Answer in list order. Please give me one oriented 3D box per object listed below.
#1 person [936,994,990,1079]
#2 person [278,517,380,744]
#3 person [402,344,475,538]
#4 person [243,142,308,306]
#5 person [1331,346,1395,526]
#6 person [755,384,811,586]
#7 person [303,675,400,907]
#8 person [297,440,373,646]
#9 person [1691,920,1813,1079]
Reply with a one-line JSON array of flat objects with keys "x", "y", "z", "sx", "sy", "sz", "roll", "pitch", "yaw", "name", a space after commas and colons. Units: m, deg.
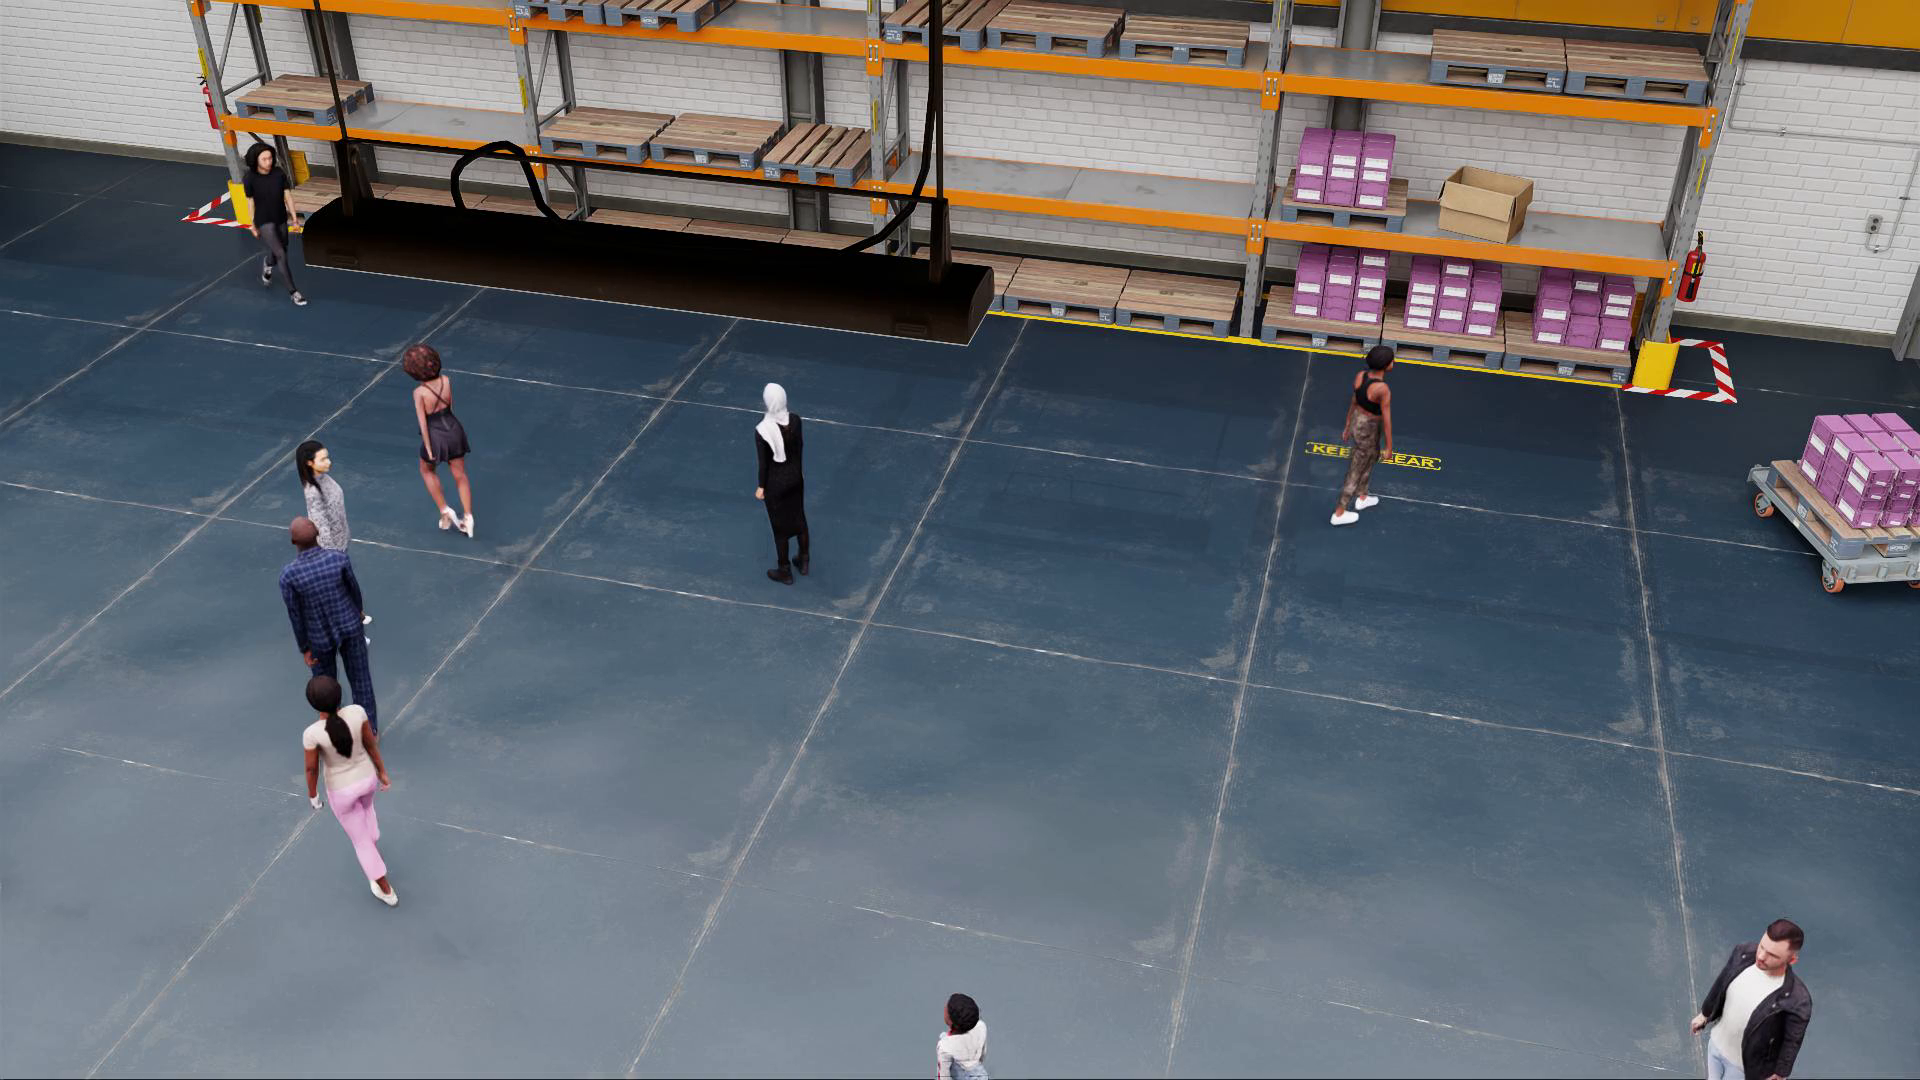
[{"x": 0.034, "y": 2.901, "z": 8.754, "sx": 0.738, "sy": 1.242, "sz": 0.818, "roll": -22, "pitch": 39, "yaw": -29, "name": "person"}, {"x": -4.340, "y": 0.672, "z": 11.616, "sx": 1.064, "sy": 1.786, "sz": 1.135, "roll": -18, "pitch": 38, "yaw": -25, "name": "person"}, {"x": -4.235, "y": -0.780, "z": 13.813, "sx": 0.736, "sy": 1.774, "sz": 0.678, "roll": 26, "pitch": 41, "yaw": 33, "name": "person"}, {"x": -7.414, "y": -3.423, "z": 17.789, "sx": 1.000, "sy": 1.773, "sz": 1.214, "roll": -29, "pitch": 43, "yaw": -36, "name": "person"}, {"x": 3.333, "y": -0.857, "z": 14.010, "sx": 0.913, "sy": 1.682, "sz": 0.838, "roll": -13, "pitch": 36, "yaw": -19, "name": "person"}, {"x": -1.408, "y": -0.448, "z": 13.307, "sx": 0.689, "sy": 1.780, "sz": 0.705, "roll": -27, "pitch": 42, "yaw": -34, "name": "person"}, {"x": -3.716, "y": 1.586, "z": 10.302, "sx": 0.965, "sy": 1.720, "sz": 0.835, "roll": 28, "pitch": 42, "yaw": 35, "name": "person"}, {"x": -4.794, "y": 0.007, "z": 12.666, "sx": 0.686, "sy": 1.732, "sz": 0.693, "roll": -8, "pitch": 34, "yaw": -11, "name": "person"}, {"x": 4.128, "y": 2.622, "z": 8.645, "sx": 0.765, "sy": 1.827, "sz": 0.752, "roll": -9, "pitch": 35, "yaw": -14, "name": "person"}]
